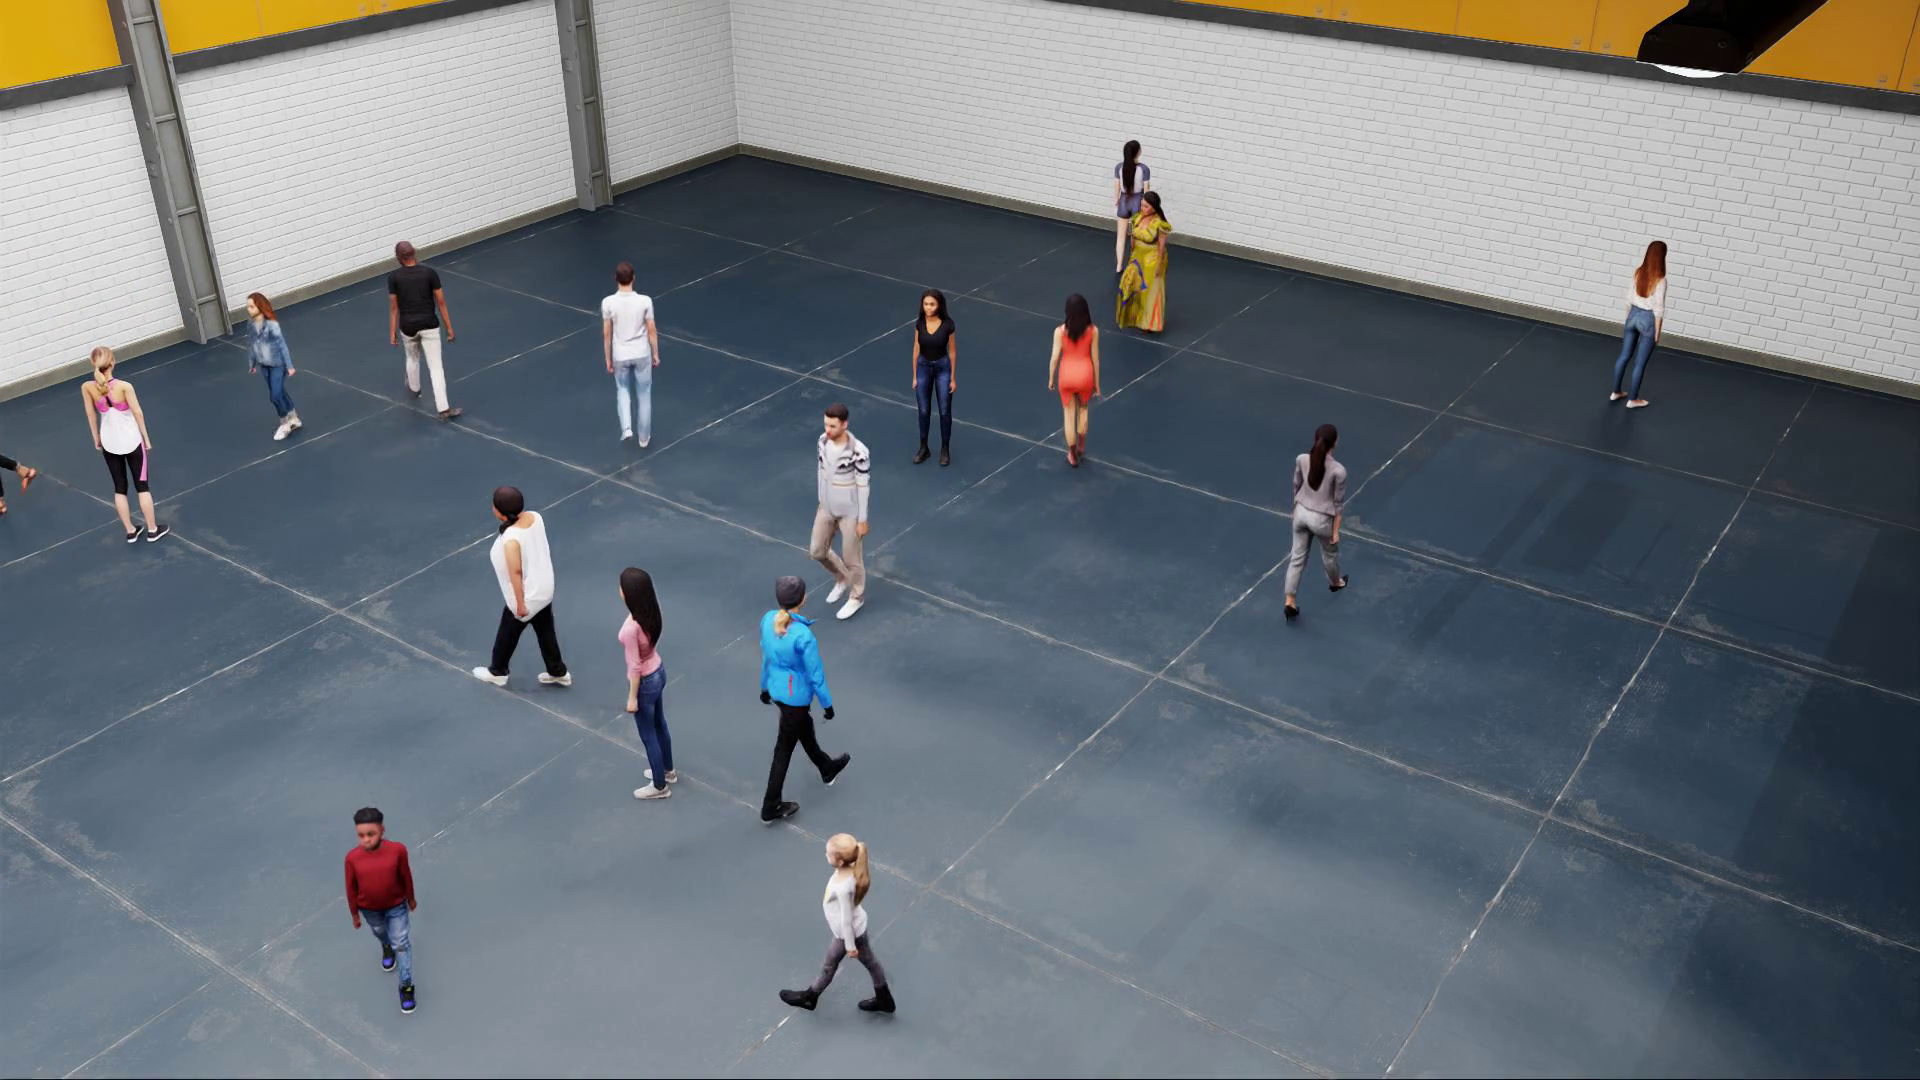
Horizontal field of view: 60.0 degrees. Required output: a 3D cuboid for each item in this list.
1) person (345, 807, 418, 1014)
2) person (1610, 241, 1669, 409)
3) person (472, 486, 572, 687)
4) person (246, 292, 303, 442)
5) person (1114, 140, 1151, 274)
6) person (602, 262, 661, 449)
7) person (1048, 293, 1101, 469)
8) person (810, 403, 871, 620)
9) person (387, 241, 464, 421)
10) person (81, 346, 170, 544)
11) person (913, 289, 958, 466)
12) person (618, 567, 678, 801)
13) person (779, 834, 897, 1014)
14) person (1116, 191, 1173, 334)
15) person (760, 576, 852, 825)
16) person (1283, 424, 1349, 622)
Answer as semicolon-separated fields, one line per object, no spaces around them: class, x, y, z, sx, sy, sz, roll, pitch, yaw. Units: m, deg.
person;-3.347;2.048;9.629;0.841;1.232;0.896;-5;29;-10
person;6.930;-2.203;16.905;0.634;1.728;0.649;-15;32;-26
person;-3.139;0.384;12.232;0.925;1.661;0.992;8;30;14
person;-6.697;-1.748;16.345;0.640;1.465;0.679;14;32;24
person;2.108;-4.089;20.443;0.644;1.649;0.595;10;30;17
person;-3.138;-1.716;15.894;0.828;1.841;0.886;-3;29;-5
person;1.093;-1.459;15.560;0.813;1.708;0.874;-2;29;-4
person;-0.877;-0.283;13.261;0.718;1.847;0.643;21;35;34
person;-5.384;-2.050;16.608;1.280;1.744;1.278;-6;29;-11
person;-7.206;-0.814;14.297;0.674;1.786;0.722;-3;29;-6
person;-0.238;-1.549;15.694;0.647;1.739;0.651;5;29;9
person;-2.100;0.952;11.105;0.714;1.742;0.577;5;29;9
person;-0.560;2.191;9.351;0.817;1.247;0.898;4;29;7
person;2.162;-3.138;18.702;0.710;1.648;0.798;19;34;31
person;-1.178;1.084;10.840;1.114;1.765;0.798;-23;36;-36
person;2.760;-0.100;13.141;0.685;1.641;1.031;22;35;34
